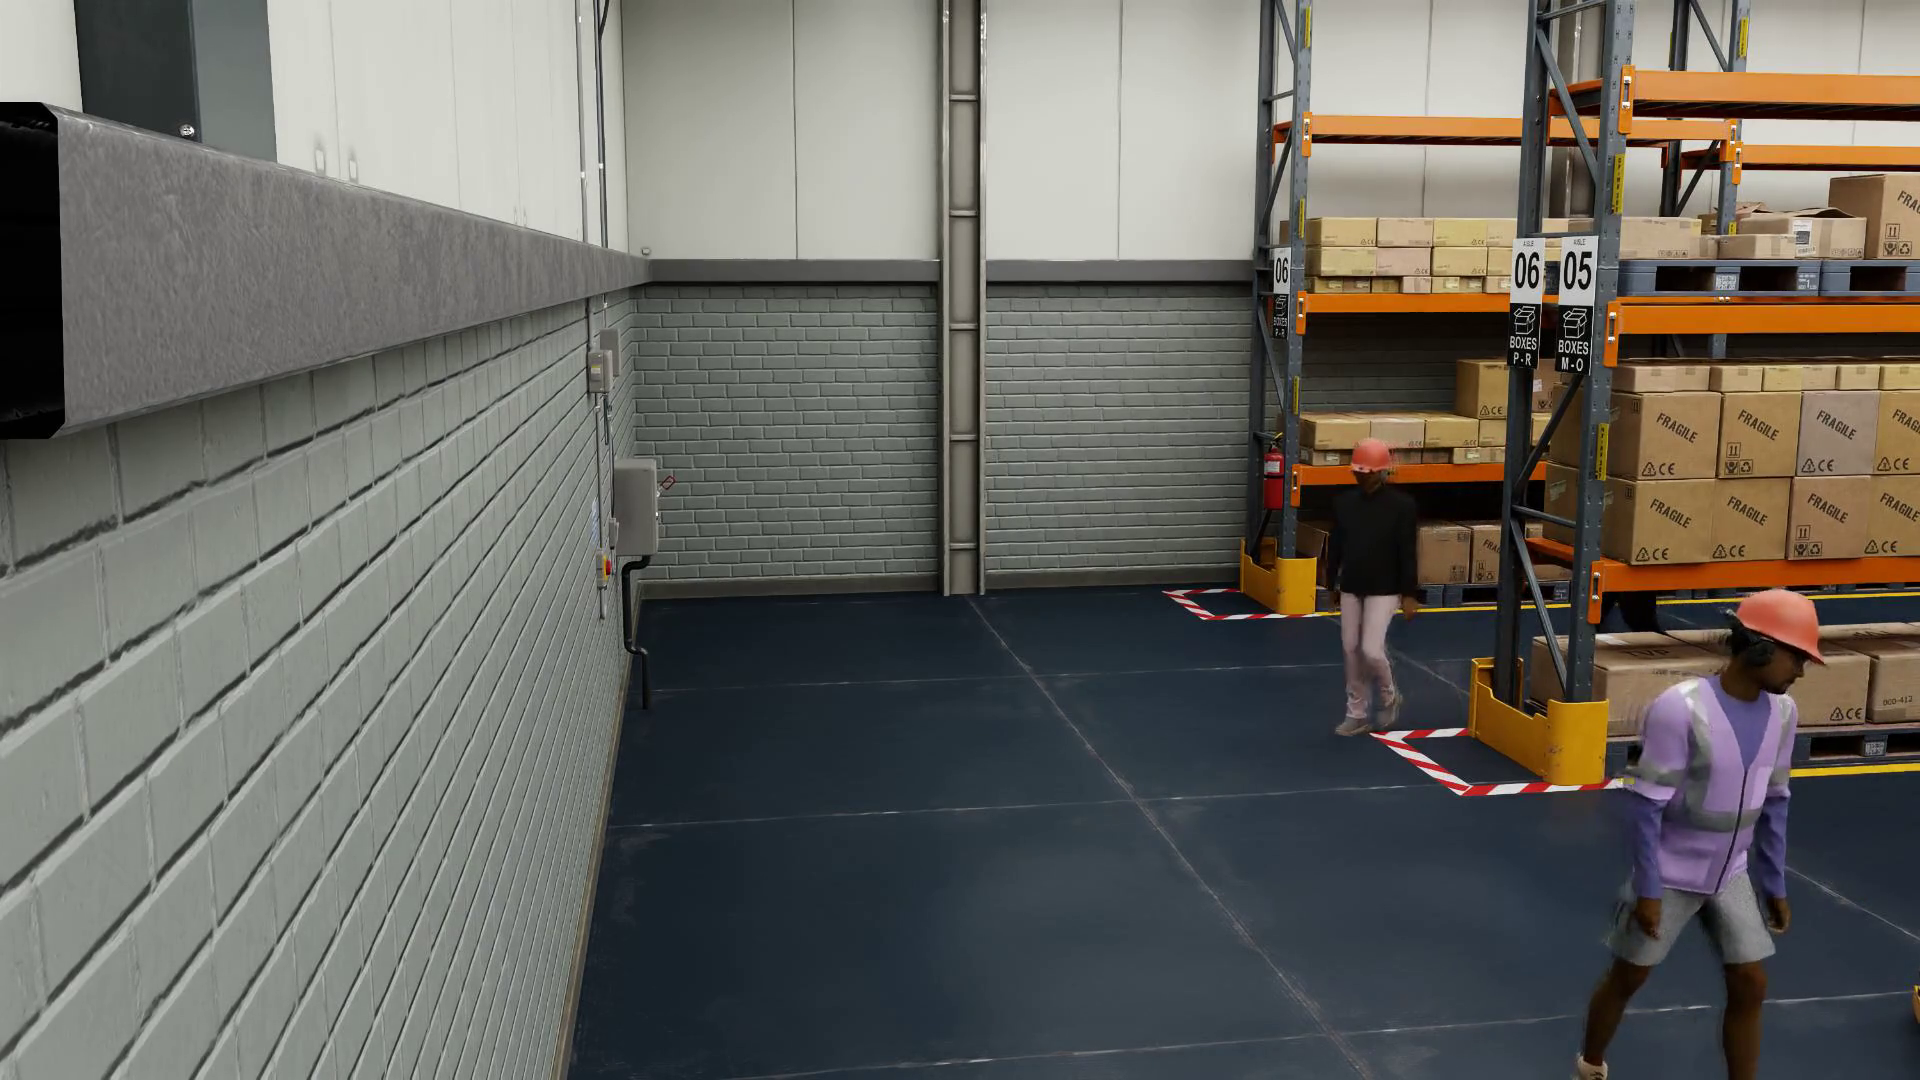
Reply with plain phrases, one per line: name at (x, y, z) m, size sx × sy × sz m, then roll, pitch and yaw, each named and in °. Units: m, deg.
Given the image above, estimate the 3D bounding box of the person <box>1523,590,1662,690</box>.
person at (4.482, 0.169, 11.454) m, size 1.021 × 2.000 × 0.706 m, roll -2°, pitch 9°, yaw -11°

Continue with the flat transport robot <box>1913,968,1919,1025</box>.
flat transport robot at (3.925, 1.931, 6.031) m, size 0.652 × 0.197 × 1.431 m, roll 4°, pitch 10°, yaw 23°

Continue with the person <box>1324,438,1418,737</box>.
person at (2.618, 0.317, 10.742) m, size 0.434 × 1.972 × 0.656 m, roll -9°, pitch 13°, yaw -44°

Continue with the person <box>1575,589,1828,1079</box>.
person at (2.528, 1.139, 5.635) m, size 0.655 × 1.981 × 0.784 m, roll -3°, pitch 10°, yaw -19°
